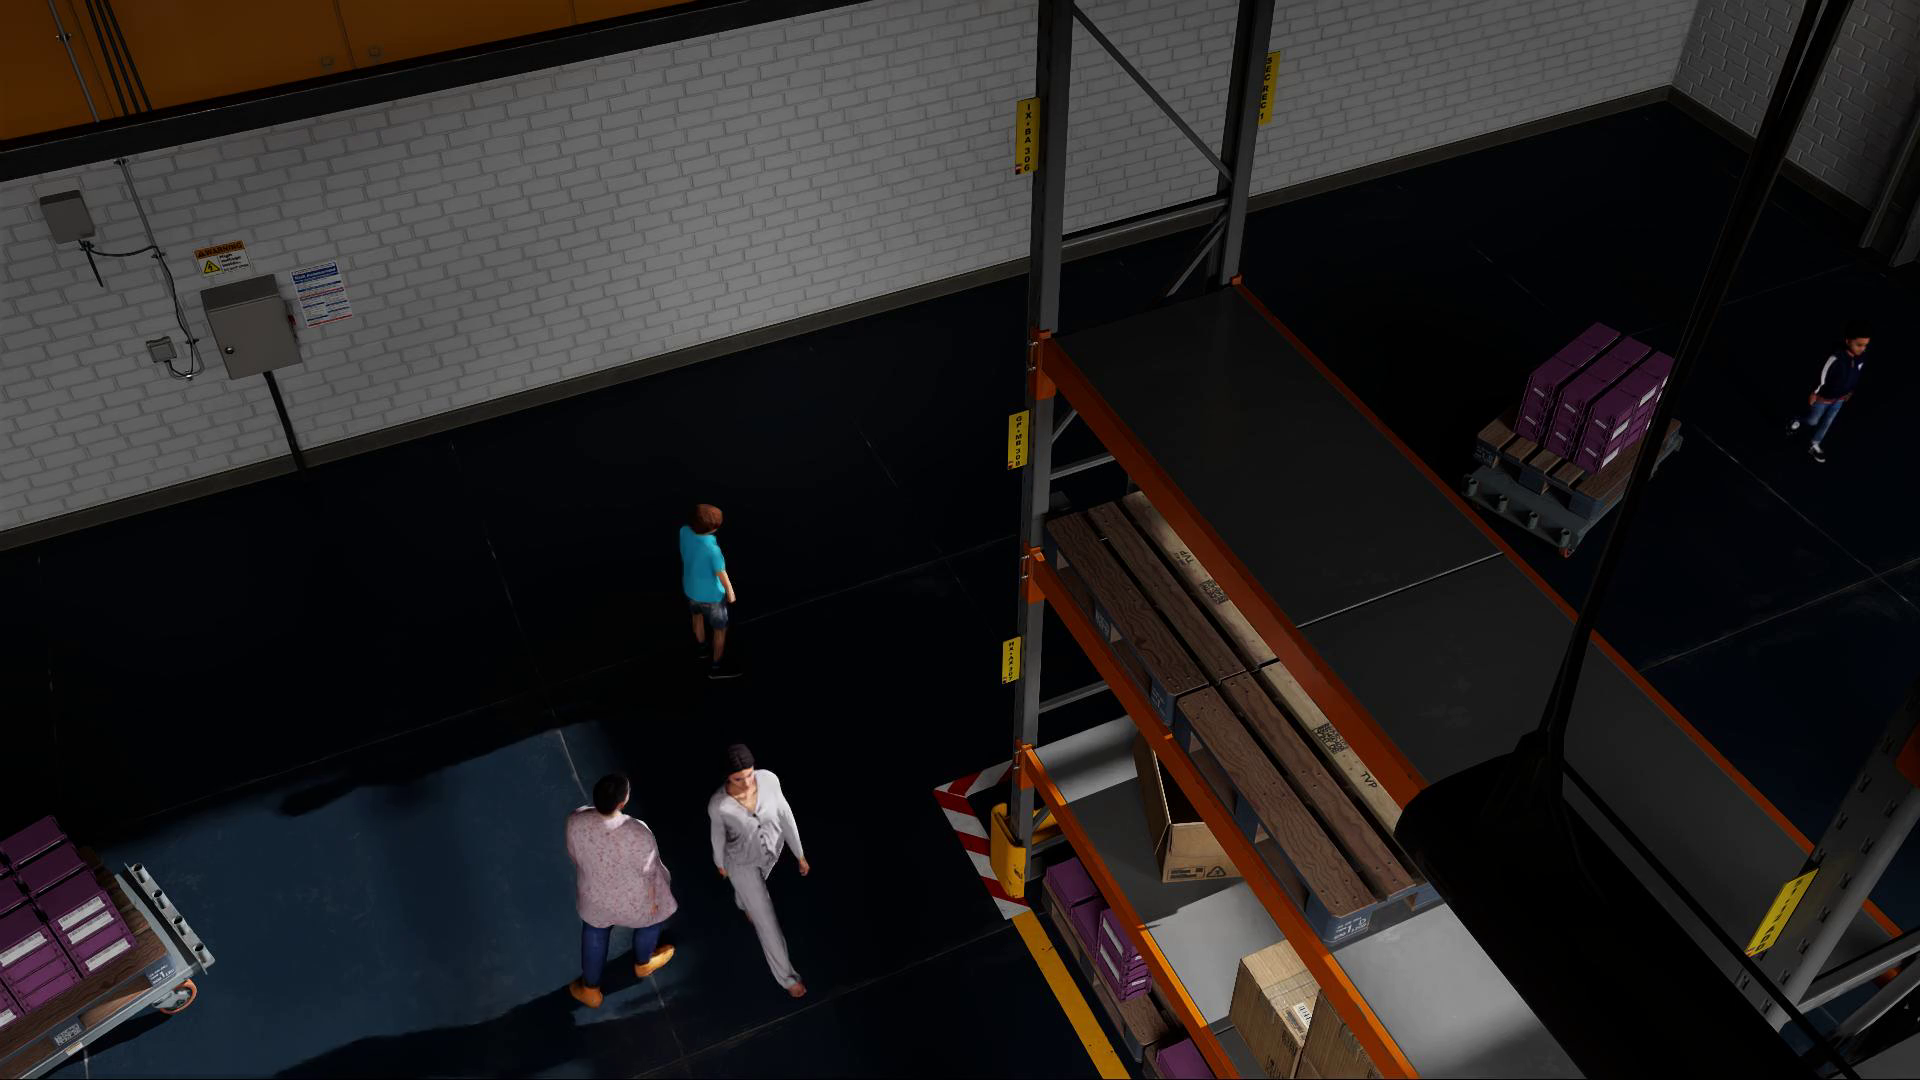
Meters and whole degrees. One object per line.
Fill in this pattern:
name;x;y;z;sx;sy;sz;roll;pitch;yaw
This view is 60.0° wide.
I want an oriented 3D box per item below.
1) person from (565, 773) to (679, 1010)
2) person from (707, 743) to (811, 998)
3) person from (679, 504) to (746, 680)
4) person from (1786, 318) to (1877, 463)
person;-1.885;1.895;8.970;0.973;1.717;1.033;10;44;10
person;-1.179;1.667;9.199;0.764;1.730;1.146;-29;51;-27
person;-1.699;0.273;10.878;0.642;1.434;0.781;16;46;16
person;6.566;-1.171;12.552;0.627;1.216;0.731;-5;44;-6
